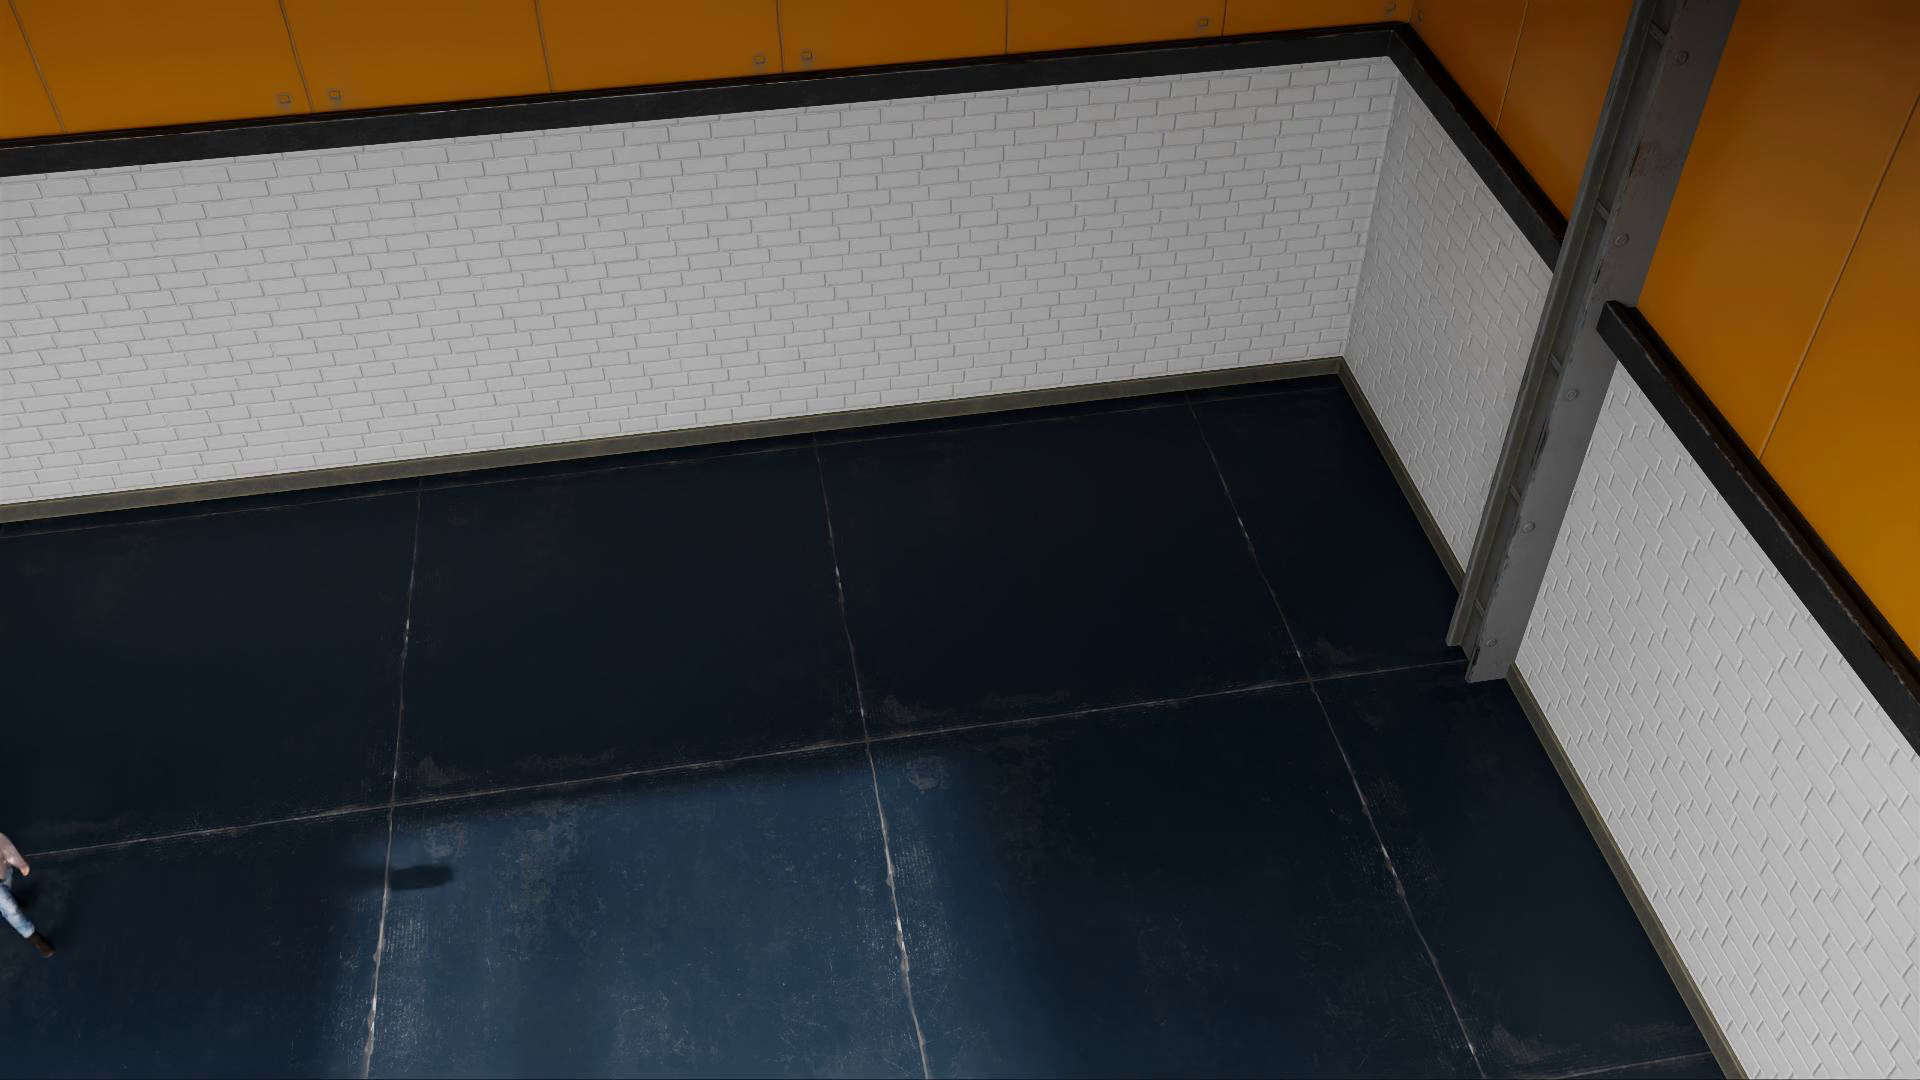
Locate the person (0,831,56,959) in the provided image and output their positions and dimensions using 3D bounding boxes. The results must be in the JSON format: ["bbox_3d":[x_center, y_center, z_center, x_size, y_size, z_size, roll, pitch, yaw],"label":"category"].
[{"bbox_3d":[-5.499,1.825,9.387,0.865,1.167,0.808,26,50,25],"label":"person"}]
